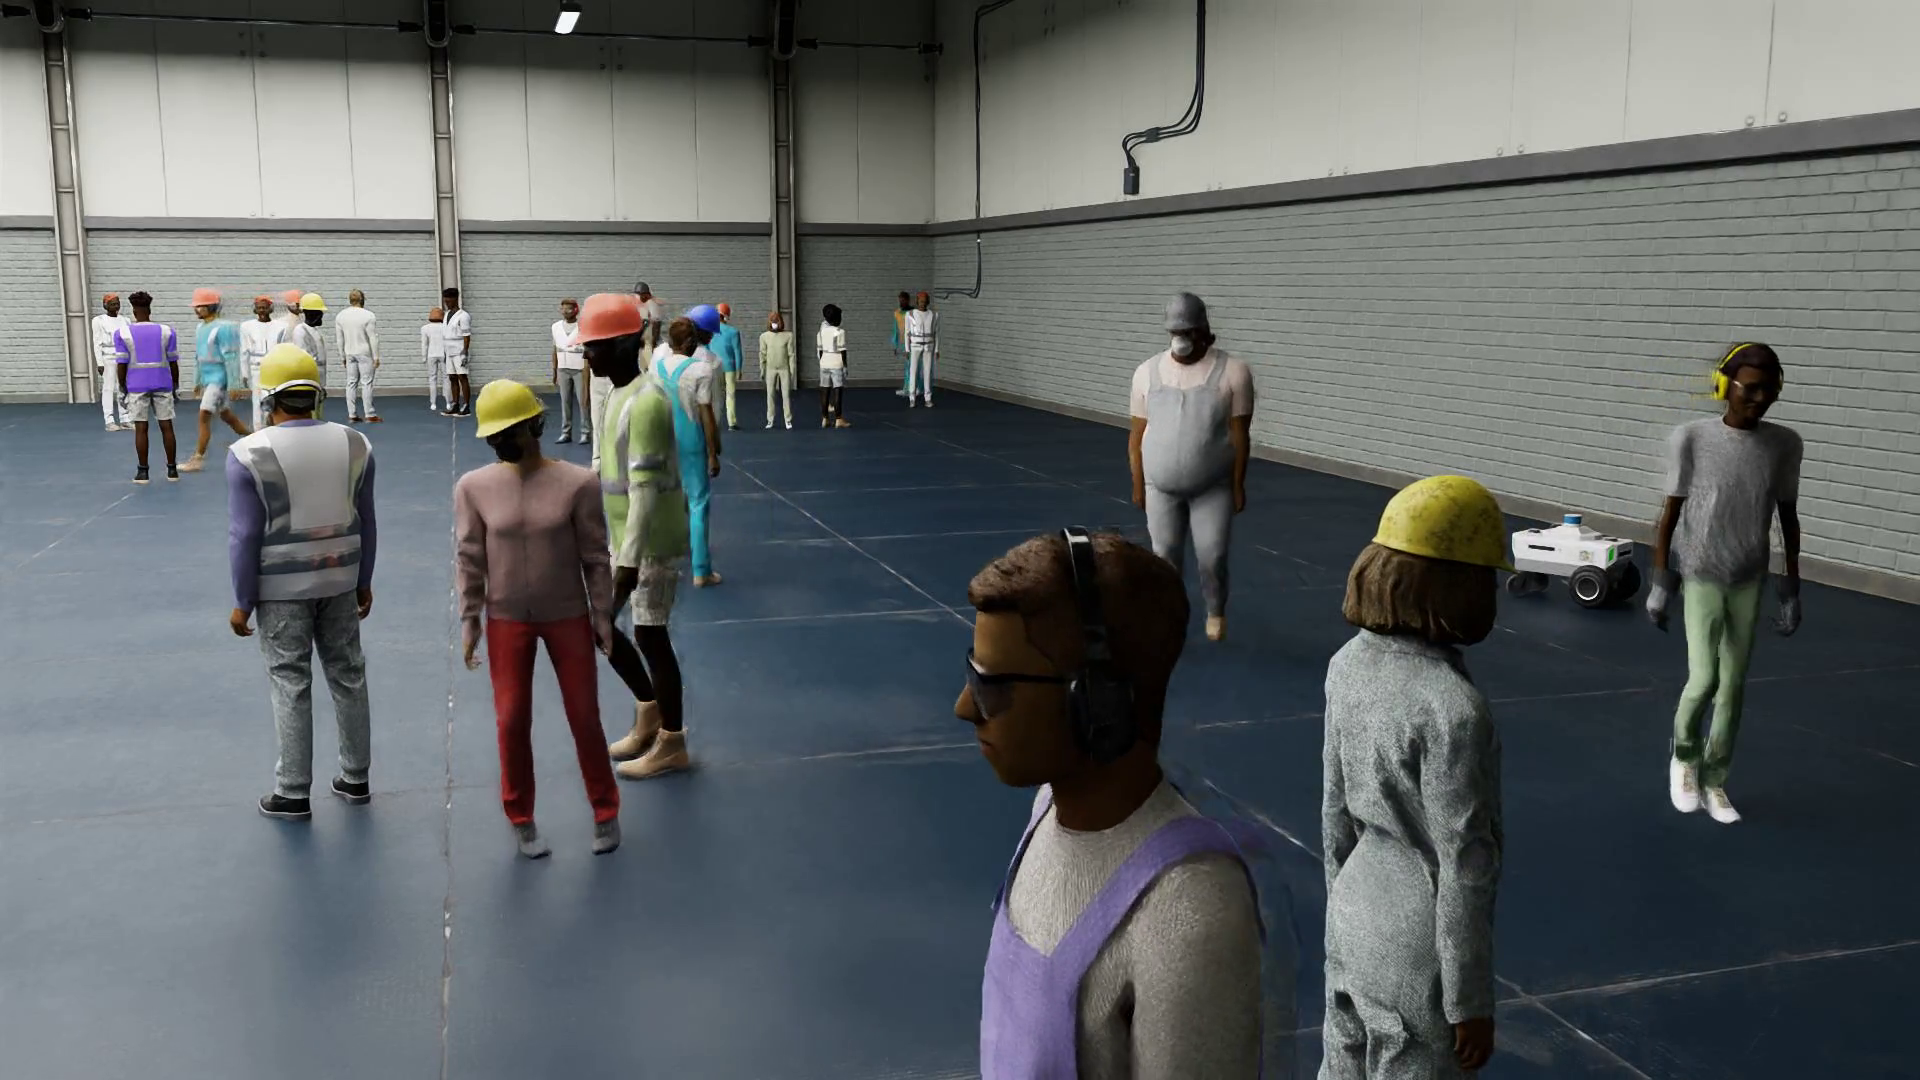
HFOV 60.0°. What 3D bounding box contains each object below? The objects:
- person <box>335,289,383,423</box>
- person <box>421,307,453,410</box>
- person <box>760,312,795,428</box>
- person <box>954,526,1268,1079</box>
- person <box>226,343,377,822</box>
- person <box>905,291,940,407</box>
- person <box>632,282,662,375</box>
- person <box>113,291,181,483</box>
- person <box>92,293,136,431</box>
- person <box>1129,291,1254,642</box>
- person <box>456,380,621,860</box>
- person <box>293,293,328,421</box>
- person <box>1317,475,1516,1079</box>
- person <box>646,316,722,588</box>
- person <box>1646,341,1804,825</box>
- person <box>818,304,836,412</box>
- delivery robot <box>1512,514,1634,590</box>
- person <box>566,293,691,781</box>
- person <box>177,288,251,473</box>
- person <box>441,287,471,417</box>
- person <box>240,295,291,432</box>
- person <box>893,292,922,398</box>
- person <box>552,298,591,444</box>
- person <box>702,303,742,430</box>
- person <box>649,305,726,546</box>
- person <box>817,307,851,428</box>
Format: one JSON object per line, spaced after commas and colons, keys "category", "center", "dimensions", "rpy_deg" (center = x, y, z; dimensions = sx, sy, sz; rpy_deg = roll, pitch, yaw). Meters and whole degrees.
{"category": "person", "center": [-8.666, -2.646, 24.013], "dimensions": [0.635, 1.938, 0.361], "rpy_deg": [2, 9, 12]}
{"category": "person", "center": [-8.334, -2.897, 26.586], "dimensions": [0.507, 1.631, 0.266], "rpy_deg": [-2, 9, -12]}
{"category": "person", "center": [-2.540, -2.358, 23.178], "dimensions": [0.499, 1.627, 0.279], "rpy_deg": [0, 9, -1]}
{"category": "person", "center": [0.225, 0.882, 1.886], "dimensions": [0.574, 1.829, 0.506], "rpy_deg": [-2, 9, -12]}
{"category": "person", "center": [-2.540, 0.163, 6.425], "dimensions": [0.403, 1.833, 0.586], "rpy_deg": [7, 12, 40]}
{"category": "person", "center": [-0.616, -3.097, 27.069], "dimensions": [0.574, 1.883, 0.355], "rpy_deg": [-2, 9, -13]}
{"category": "person", "center": [-5.589, -3.529, 29.321], "dimensions": [0.535, 2.000, 0.684], "rpy_deg": [-9, 12, -44]}
{"category": "person", "center": [-8.284, -1.557, 16.988], "dimensions": [0.603, 1.962, 0.368], "rpy_deg": [-6, 11, -36]}
{"category": "person", "center": [-11.629, -2.445, 22.907], "dimensions": [0.353, 1.883, 0.577], "rpy_deg": [4, 10, 24]}
{"category": "person", "center": [1.242, -0.365, 9.138], "dimensions": [0.690, 2.000, 0.574], "rpy_deg": [3, 9, 20]}
{"category": "person", "center": [-1.509, 0.293, 5.946], "dimensions": [0.540, 1.721, 0.384], "rpy_deg": [-1, 9, -7]}
{"category": "person", "center": [-6.996, -1.701, 18.018], "dimensions": [0.386, 1.926, 0.591], "rpy_deg": [-1, 9, -4]}
{"category": "person", "center": [0.826, 0.747, 3.009], "dimensions": [0.305, 1.737, 0.484], "rpy_deg": [-2, 9, -15]}
{"category": "person", "center": [-1.870, -0.588, 11.224], "dimensions": [0.520, 1.835, 0.359], "rpy_deg": [4, 10, 24]}
{"category": "person", "center": [2.911, 0.175, 6.314], "dimensions": [0.553, 1.846, 0.427], "rpy_deg": [0, 9, 3]}
{"category": "person", "center": [-2.082, -2.871, 26.230], "dimensions": [0.322, 1.692, 0.530], "rpy_deg": [0, 9, -3]}
{"category": "delivery robot", "center": [3.952, 0.075, 10.755], "dimensions": [0.477, 0.478, 0.707], "rpy_deg": [-9, 13, -44]}
{"category": "person", "center": [-1.349, 0.001, 6.858], "dimensions": [0.483, 2.019, 0.619], "rpy_deg": [-4, 10, -26]}
{"category": "person", "center": [-8.086, -1.751, 18.163], "dimensions": [0.632, 2.000, 1.029], "rpy_deg": [9, 12, 43]}
{"category": "person", "center": [-7.641, -2.843, 25.188], "dimensions": [0.603, 1.964, 0.367], "rpy_deg": [8, 12, 40]}
{"category": "person", "center": [-8.426, -2.027, 20.236], "dimensions": [0.587, 1.882, 0.341], "rpy_deg": [-4, 10, -23]}
{"category": "person", "center": [-0.857, -3.449, 29.428], "dimensions": [0.643, 1.868, 1.024], "rpy_deg": [5, 10, 30]}
{"category": "person", "center": [-4.882, -2.131, 21.022], "dimensions": [0.570, 1.843, 0.372], "rpy_deg": [2, 9, 13]}
{"category": "person", "center": [-3.268, -2.385, 22.938], "dimensions": [0.572, 1.749, 0.341], "rpy_deg": [2, 9, 10]}
{"category": "person", "center": [-2.063, -0.828, 12.596], "dimensions": [0.678, 1.886, 0.743], "rpy_deg": [4, 10, 25]}
{"category": "person", "center": [-1.770, -2.414, 23.309], "dimensions": [0.529, 1.694, 0.321], "rpy_deg": [8, 12, 41]}
